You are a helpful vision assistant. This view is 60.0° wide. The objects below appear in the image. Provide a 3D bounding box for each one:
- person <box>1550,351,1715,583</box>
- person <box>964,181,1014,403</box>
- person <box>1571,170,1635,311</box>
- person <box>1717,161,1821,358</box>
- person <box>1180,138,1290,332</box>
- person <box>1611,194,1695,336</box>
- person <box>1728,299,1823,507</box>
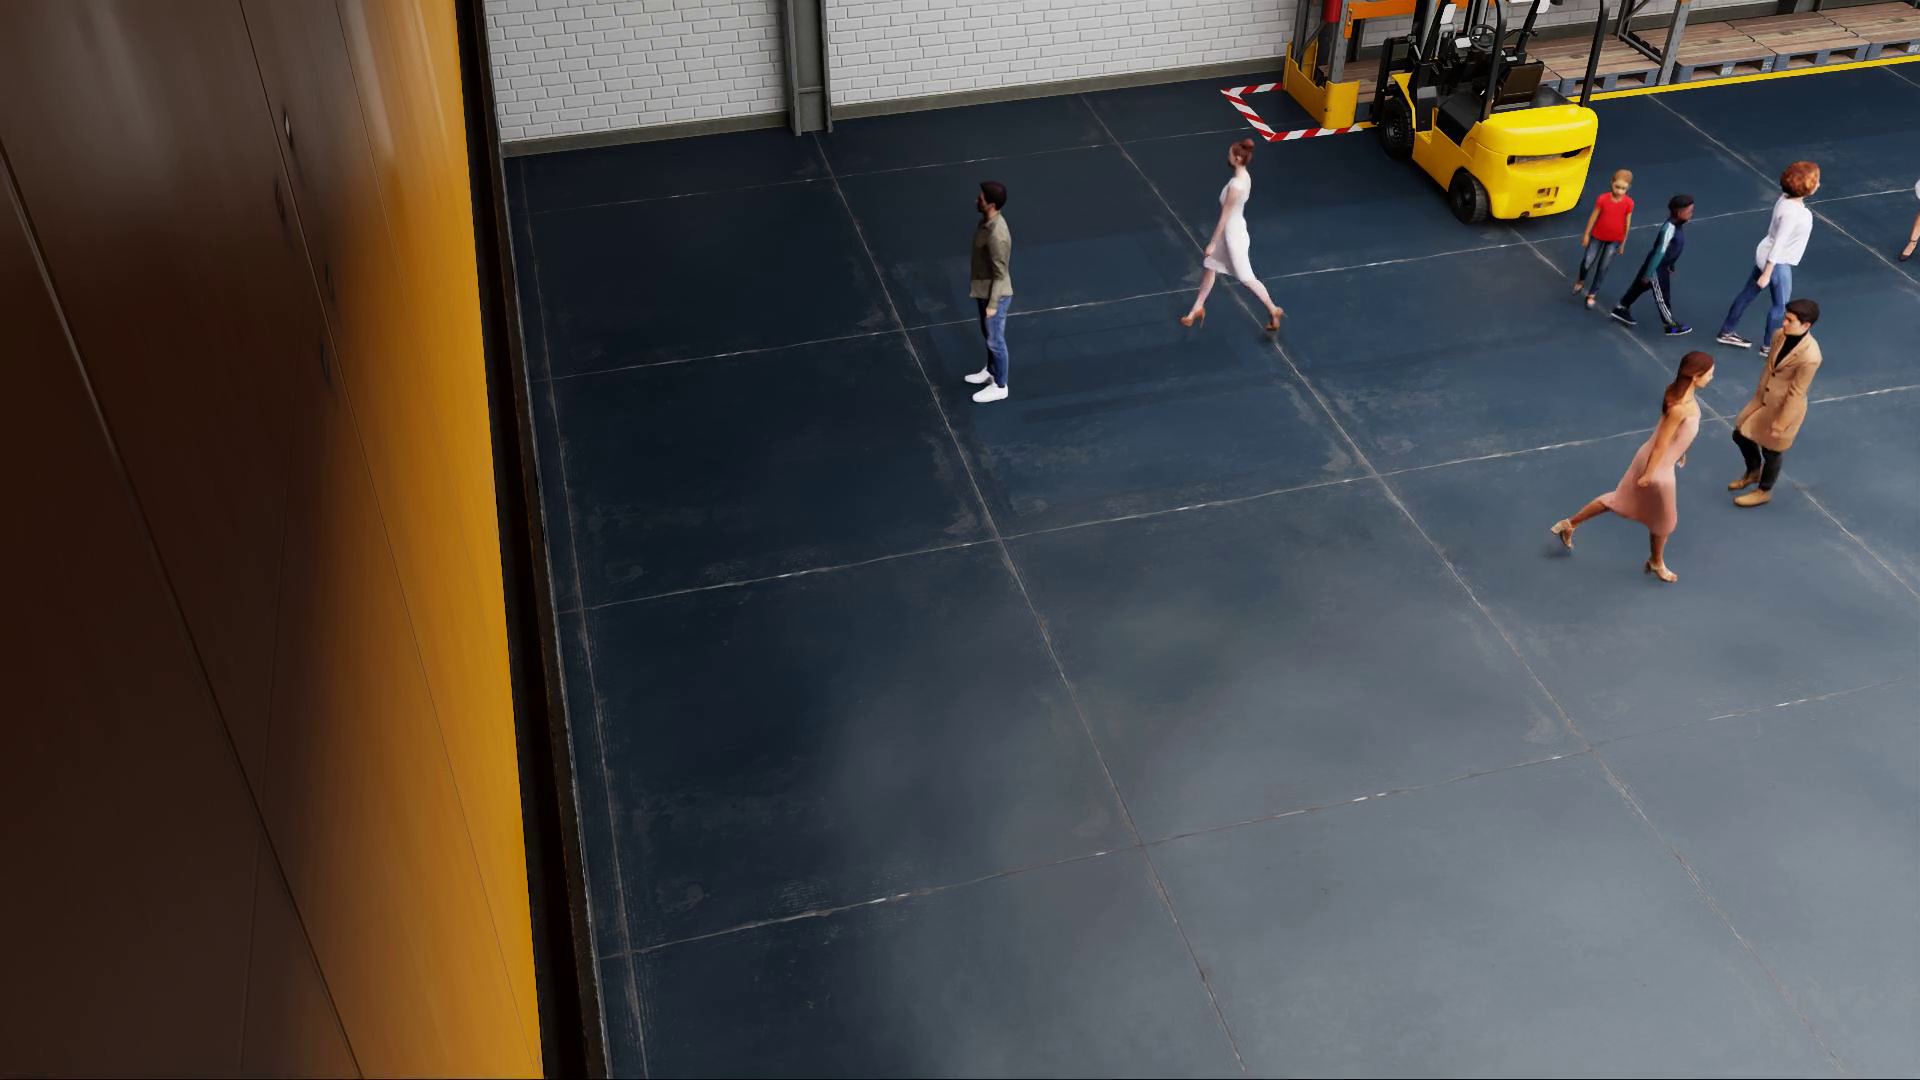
[{"bbox_3d":[4.611,-0.514,11.275,1.183,1.795,1.037,14,41,17],"label":"person"},{"bbox_3d":[0.262,-1.945,13.012,0.608,1.864,0.722,-6,39,-7],"label":"person"},{"bbox_3d":[5.570,-2.635,14.327,0.638,1.300,0.689,11,40,13],"label":"person"},{"bbox_3d":[6.562,-2.311,13.605,0.994,1.696,0.909,13,40,16],"label":"person"},{"bbox_3d":[2.352,-2.427,13.709,1.203,1.746,0.923,7,39,9],"label":"person"},{"bbox_3d":[5.832,-2.340,14.020,0.912,1.222,0.893,26,45,29],"label":"person"},{"bbox_3d":[5.952,-0.973,11.923,0.665,1.704,0.655,-8,39,-10],"label":"person"}]
